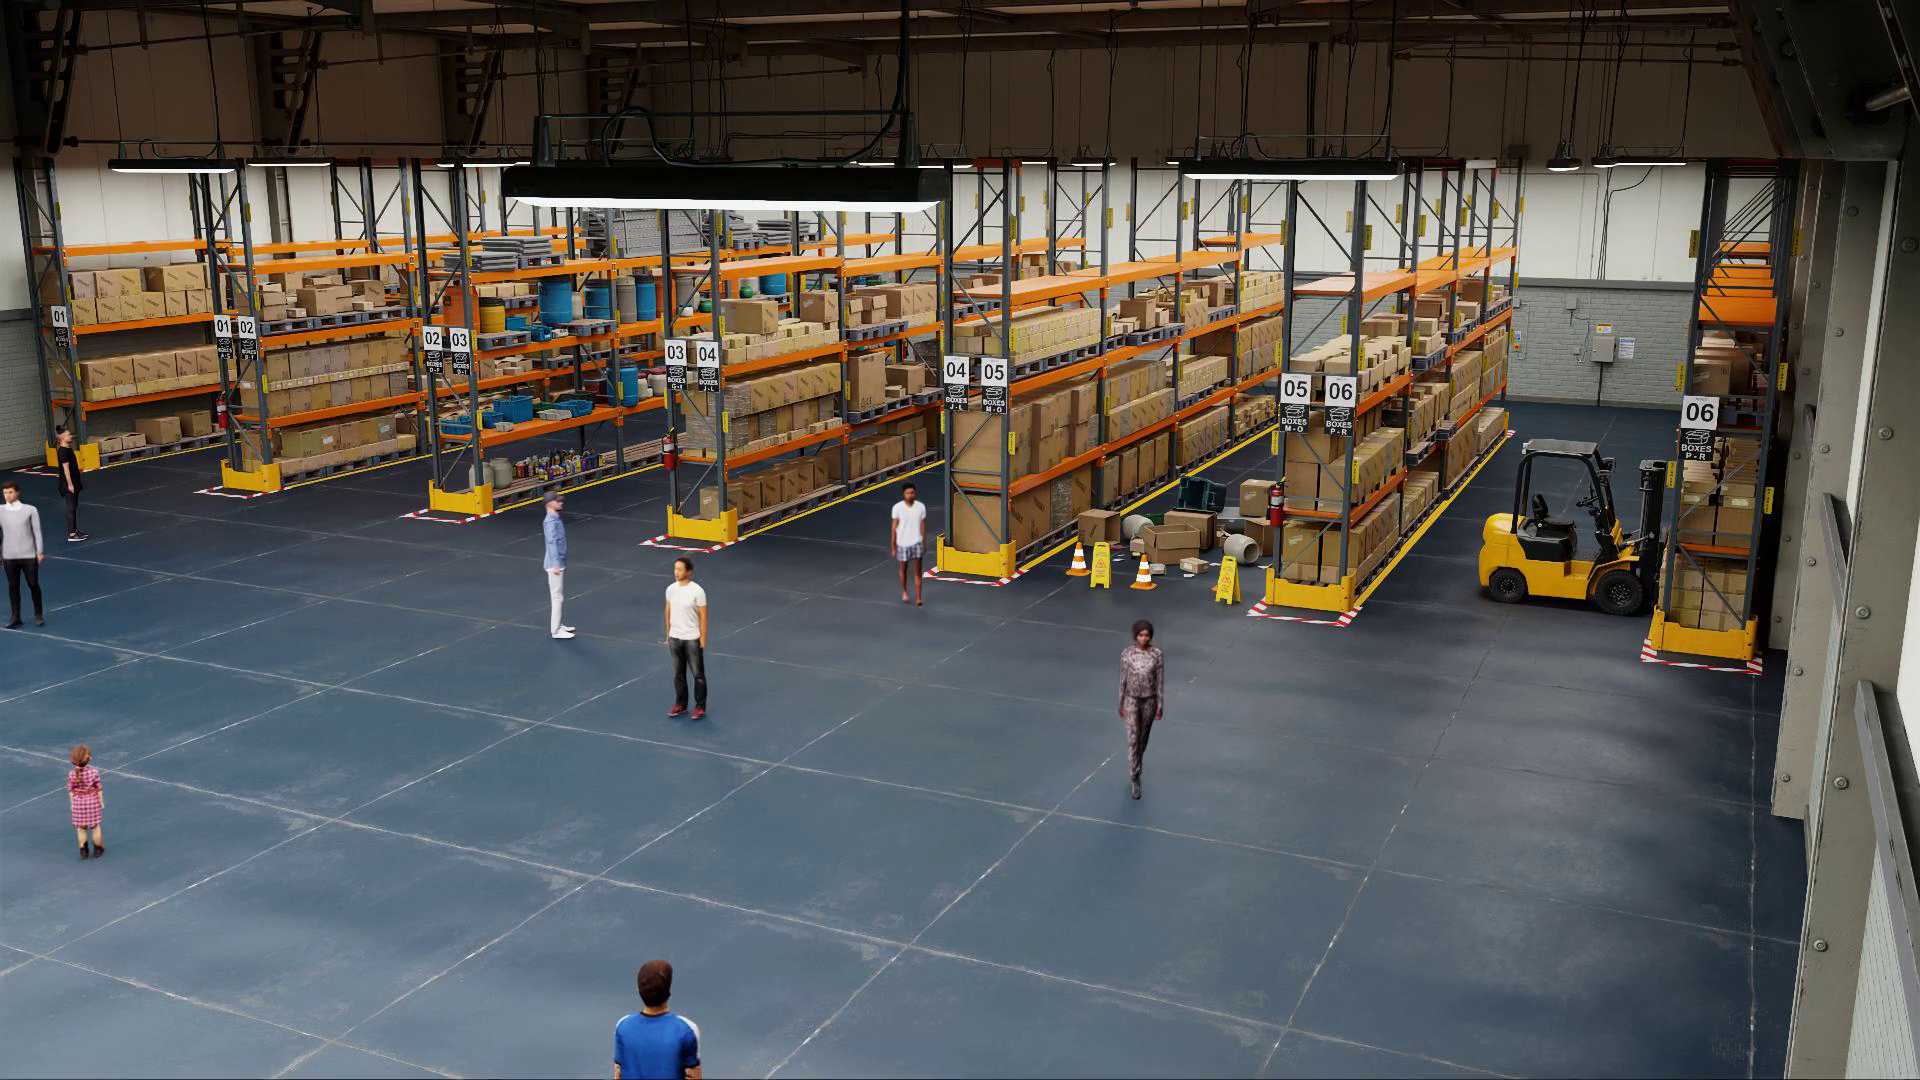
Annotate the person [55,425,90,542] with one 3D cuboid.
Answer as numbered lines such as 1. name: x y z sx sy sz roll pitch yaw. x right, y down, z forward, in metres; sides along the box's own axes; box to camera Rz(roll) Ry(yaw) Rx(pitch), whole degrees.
1. person: -14.281 -0.935 26.670 0.814 1.864 0.767 -5 14 -22

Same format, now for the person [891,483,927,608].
1. person: -0.708 0.048 22.813 1.039 1.689 1.193 -2 13 -10

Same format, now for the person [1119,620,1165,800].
1. person: 1.760 1.594 16.176 0.898 1.672 1.213 0 13 1

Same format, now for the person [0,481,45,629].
1. person: -12.302 0.171 21.764 0.834 1.923 0.867 -3 13 -14

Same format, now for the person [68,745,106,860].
1. person: -7.672 2.292 14.605 0.499 1.021 0.555 -4 14 -17

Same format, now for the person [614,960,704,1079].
1. person: -1.640 3.191 8.933 0.958 1.827 1.234 1 13 4

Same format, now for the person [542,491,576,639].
1. person: -5.178 0.300 21.287 0.807 1.887 0.711 -2 13 -9

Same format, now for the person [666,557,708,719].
1. person: -2.984 1.054 18.220 0.646 1.801 0.555 5 14 20
